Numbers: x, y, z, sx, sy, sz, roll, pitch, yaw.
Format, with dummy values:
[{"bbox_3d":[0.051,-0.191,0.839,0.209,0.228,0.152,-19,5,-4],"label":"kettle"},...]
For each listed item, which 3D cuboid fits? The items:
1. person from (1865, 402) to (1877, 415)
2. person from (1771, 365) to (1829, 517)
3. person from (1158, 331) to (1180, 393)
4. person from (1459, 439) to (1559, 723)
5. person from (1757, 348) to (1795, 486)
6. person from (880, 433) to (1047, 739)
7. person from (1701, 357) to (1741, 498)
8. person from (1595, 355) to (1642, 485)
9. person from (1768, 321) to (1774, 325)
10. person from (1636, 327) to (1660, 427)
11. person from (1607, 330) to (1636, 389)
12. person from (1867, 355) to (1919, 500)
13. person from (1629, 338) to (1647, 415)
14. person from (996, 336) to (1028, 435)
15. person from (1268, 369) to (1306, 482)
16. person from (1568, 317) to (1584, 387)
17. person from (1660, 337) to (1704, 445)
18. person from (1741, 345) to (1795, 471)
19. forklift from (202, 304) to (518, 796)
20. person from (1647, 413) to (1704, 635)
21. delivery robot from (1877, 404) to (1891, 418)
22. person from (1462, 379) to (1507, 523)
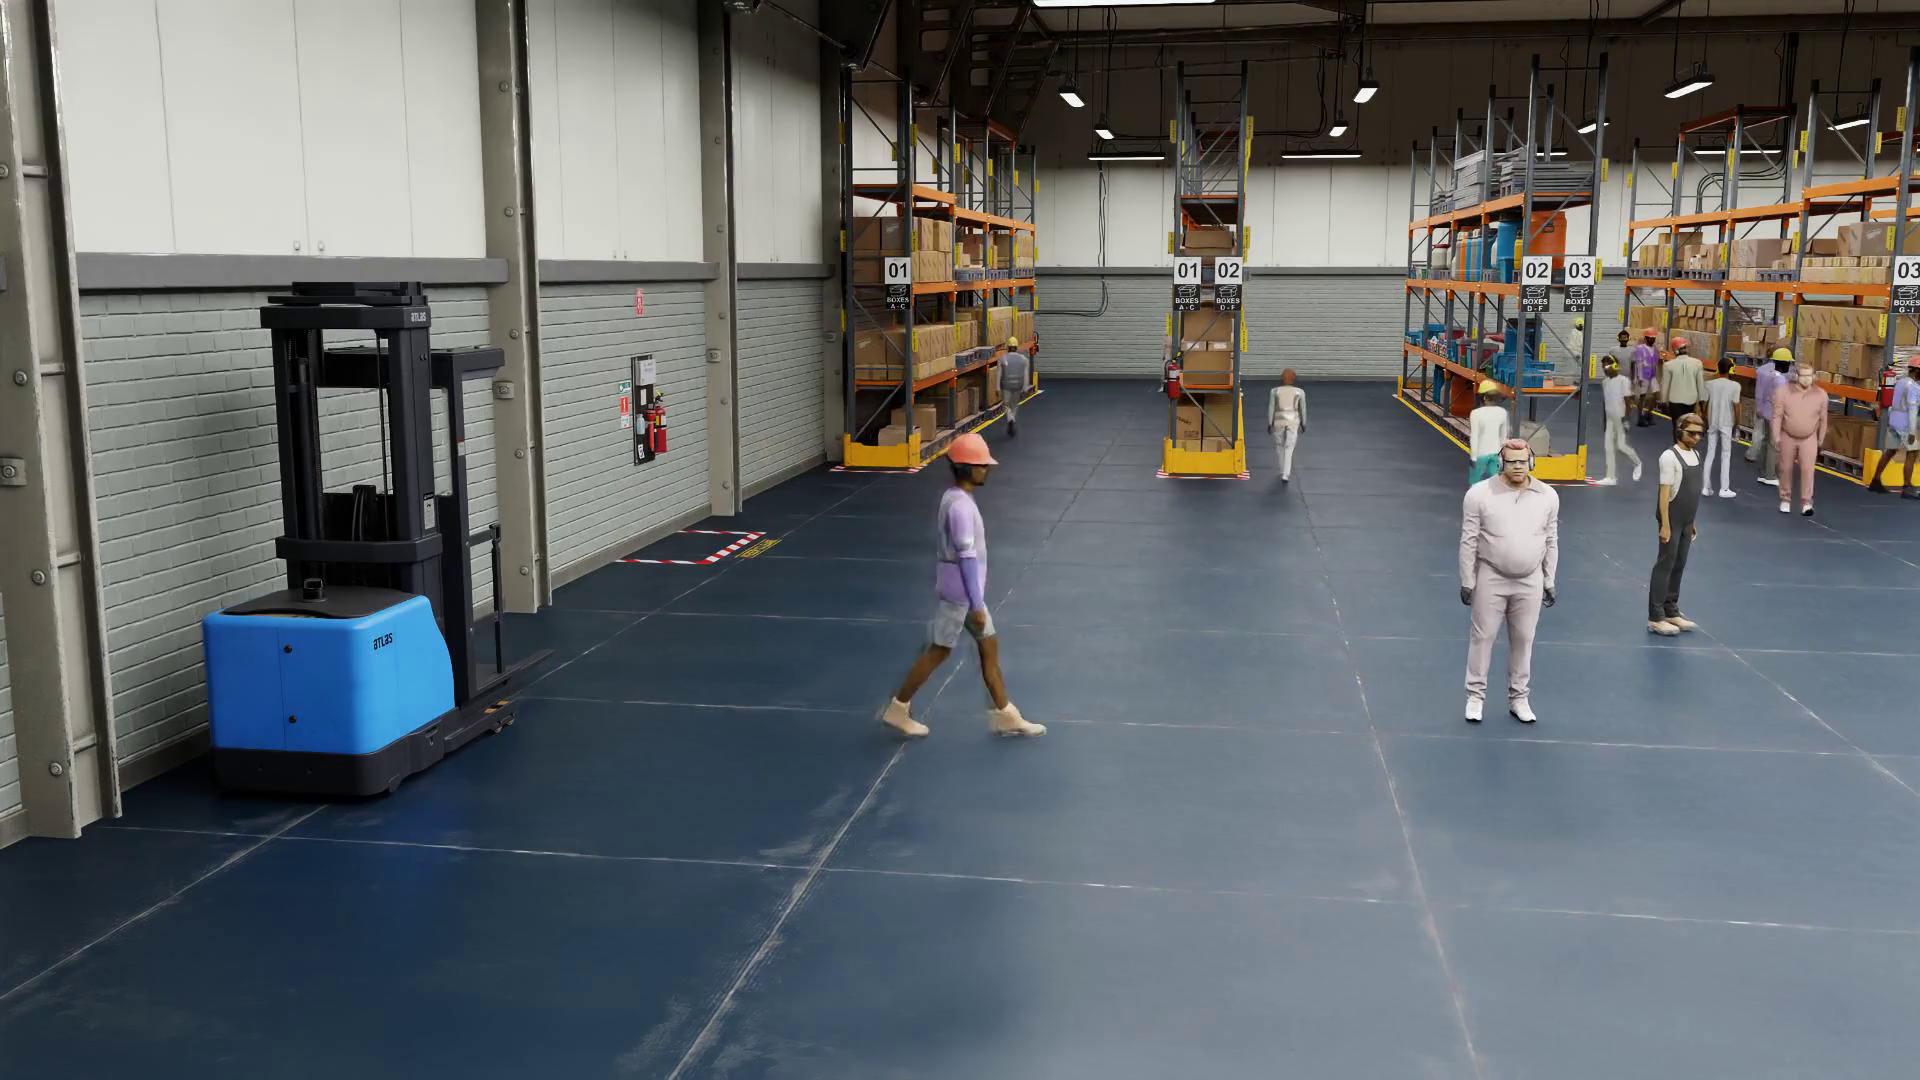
[{"bbox_3d":[19.100,-3.502,34.562,0.588,1.851,0.836,0,9,0],"label":"person"},{"bbox_3d":[10.314,-1.217,20.439,0.648,1.855,1.010,3,10,19],"label":"person"},{"bbox_3d":[5.225,-4.537,40.877,0.627,1.869,0.639,6,11,33],"label":"person"},{"bbox_3d":[3.664,0.273,11.093,0.650,1.906,0.401,0,9,2],"label":"person"},{"bbox_3d":[11.499,-1.738,23.432,0.367,1.927,0.590,1,9,8],"label":"person"},{"bbox_3d":[-0.015,0.311,10.641,1.074,1.998,0.622,0,9,2],"label":"person"},{"bbox_3d":[10.169,-1.509,22.216,0.310,1.864,0.533,-8,12,-39],"label":"person"},{"bbox_3d":[9.364,-1.705,23.554,0.748,1.829,0.581,-3,10,-21],"label":"person"},{"bbox_3d":[18.114,-3.971,37.328,0.963,1.873,0.682,-5,11,-29],"label":"person"},{"bbox_3d":[13.335,-3.148,32.176,0.550,1.920,0.479,-3,10,-15],"label":"person"},{"bbox_3d":[12.752,-3.108,32.067,0.528,1.867,0.313,2,9,12],"label":"person"},{"bbox_3d":[12.634,-1.523,22.233,0.487,1.909,0.652,1,9,6],"label":"person"},{"bbox_3d":[14.286,-3.432,34.911,0.512,1.576,0.865,1,9,8],"label":"person"},{"bbox_3d":[0.956,-2.801,30.340,0.604,1.811,0.616,-2,10,-14],"label":"person"},{"bbox_3d":[4.706,-1.652,23.912,0.536,1.589,0.885,3,10,18],"label":"person"},{"bbox_3d":[15.819,-4.780,42.541,0.545,1.814,0.591,7,11,35],"label":"person"},{"bbox_3d":[11.349,-2.203,26.164,0.644,1.969,0.450,2,9,10],"label":"person"},{"bbox_3d":[12.328,-2.021,25.320,0.625,1.878,1.030,0,9,-3],"label":"person"},{"bbox_3d":[-3.673,-0.038,10.147,1.129,2.768,1.873,1,9,9],"label":"forklift"},{"bbox_3d":[5.985,-0.142,13.861,0.513,1.839,0.333,-8,12,-40],"label":"person"},{"bbox_3d":[18.341,-2.591,32.756,0.477,0.478,0.707,2,9,14],"label":"delivery robot"},{"bbox_3d":[6.229,-1.006,19.502,0.530,1.744,0.727,-3,10,-20],"label":"person"}]
